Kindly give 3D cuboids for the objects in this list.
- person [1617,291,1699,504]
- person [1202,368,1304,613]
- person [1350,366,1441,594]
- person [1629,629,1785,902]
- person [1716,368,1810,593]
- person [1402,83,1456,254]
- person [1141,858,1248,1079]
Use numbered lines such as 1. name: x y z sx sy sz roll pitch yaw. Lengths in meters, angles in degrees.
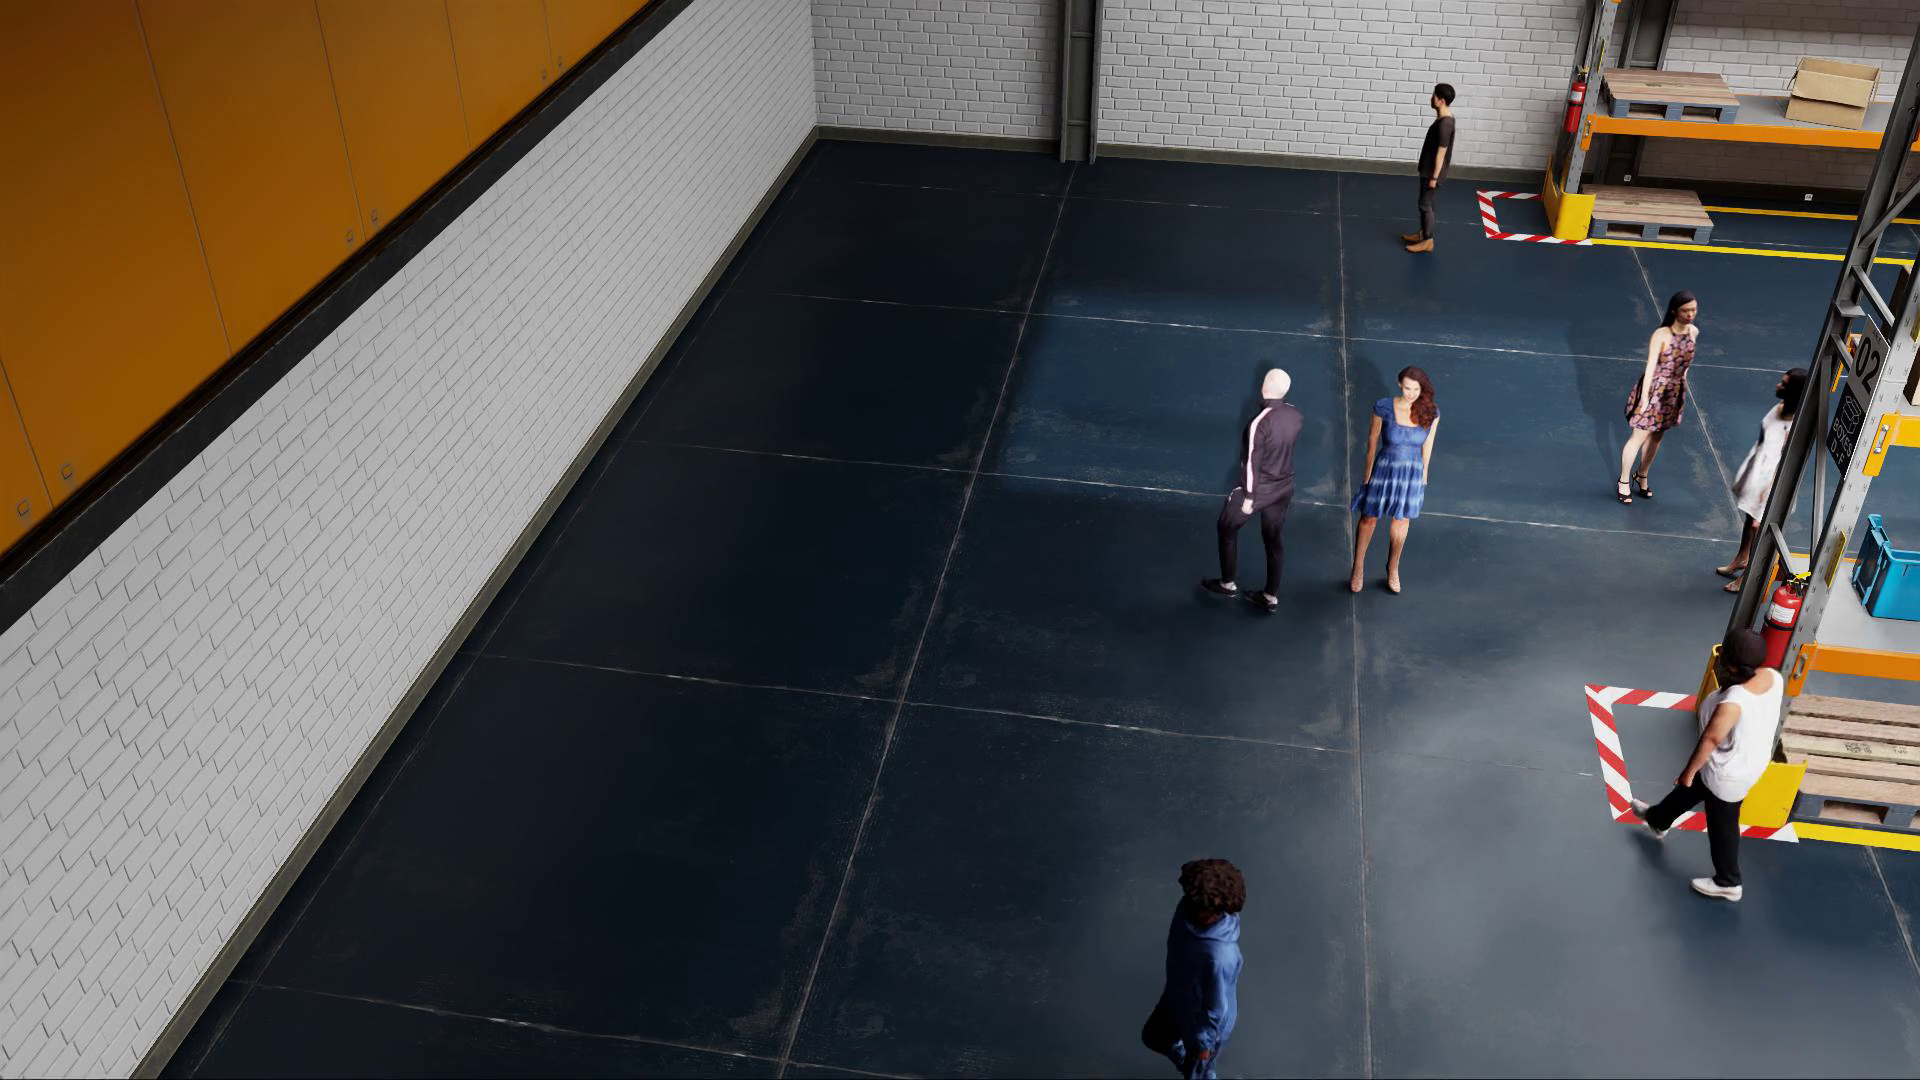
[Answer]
1. person: 5.383 -1.094 12.792 0.776 1.774 0.856 -13 36 -18
2. person: 2.195 -0.281 11.540 0.923 1.807 0.984 -26 42 -34
3. person: 3.067 -0.413 11.740 0.552 1.805 0.753 2 34 3
4. person: 4.351 1.283 9.325 1.121 1.652 1.207 -26 42 -34
5. person: 5.720 -0.420 11.778 0.626 1.774 0.642 6 34 10
6. person: 4.839 -3.777 16.882 0.599 1.716 0.664 8 34 12
7. person: 1.197 2.170 7.856 0.781 1.802 0.788 -6 34 -9
